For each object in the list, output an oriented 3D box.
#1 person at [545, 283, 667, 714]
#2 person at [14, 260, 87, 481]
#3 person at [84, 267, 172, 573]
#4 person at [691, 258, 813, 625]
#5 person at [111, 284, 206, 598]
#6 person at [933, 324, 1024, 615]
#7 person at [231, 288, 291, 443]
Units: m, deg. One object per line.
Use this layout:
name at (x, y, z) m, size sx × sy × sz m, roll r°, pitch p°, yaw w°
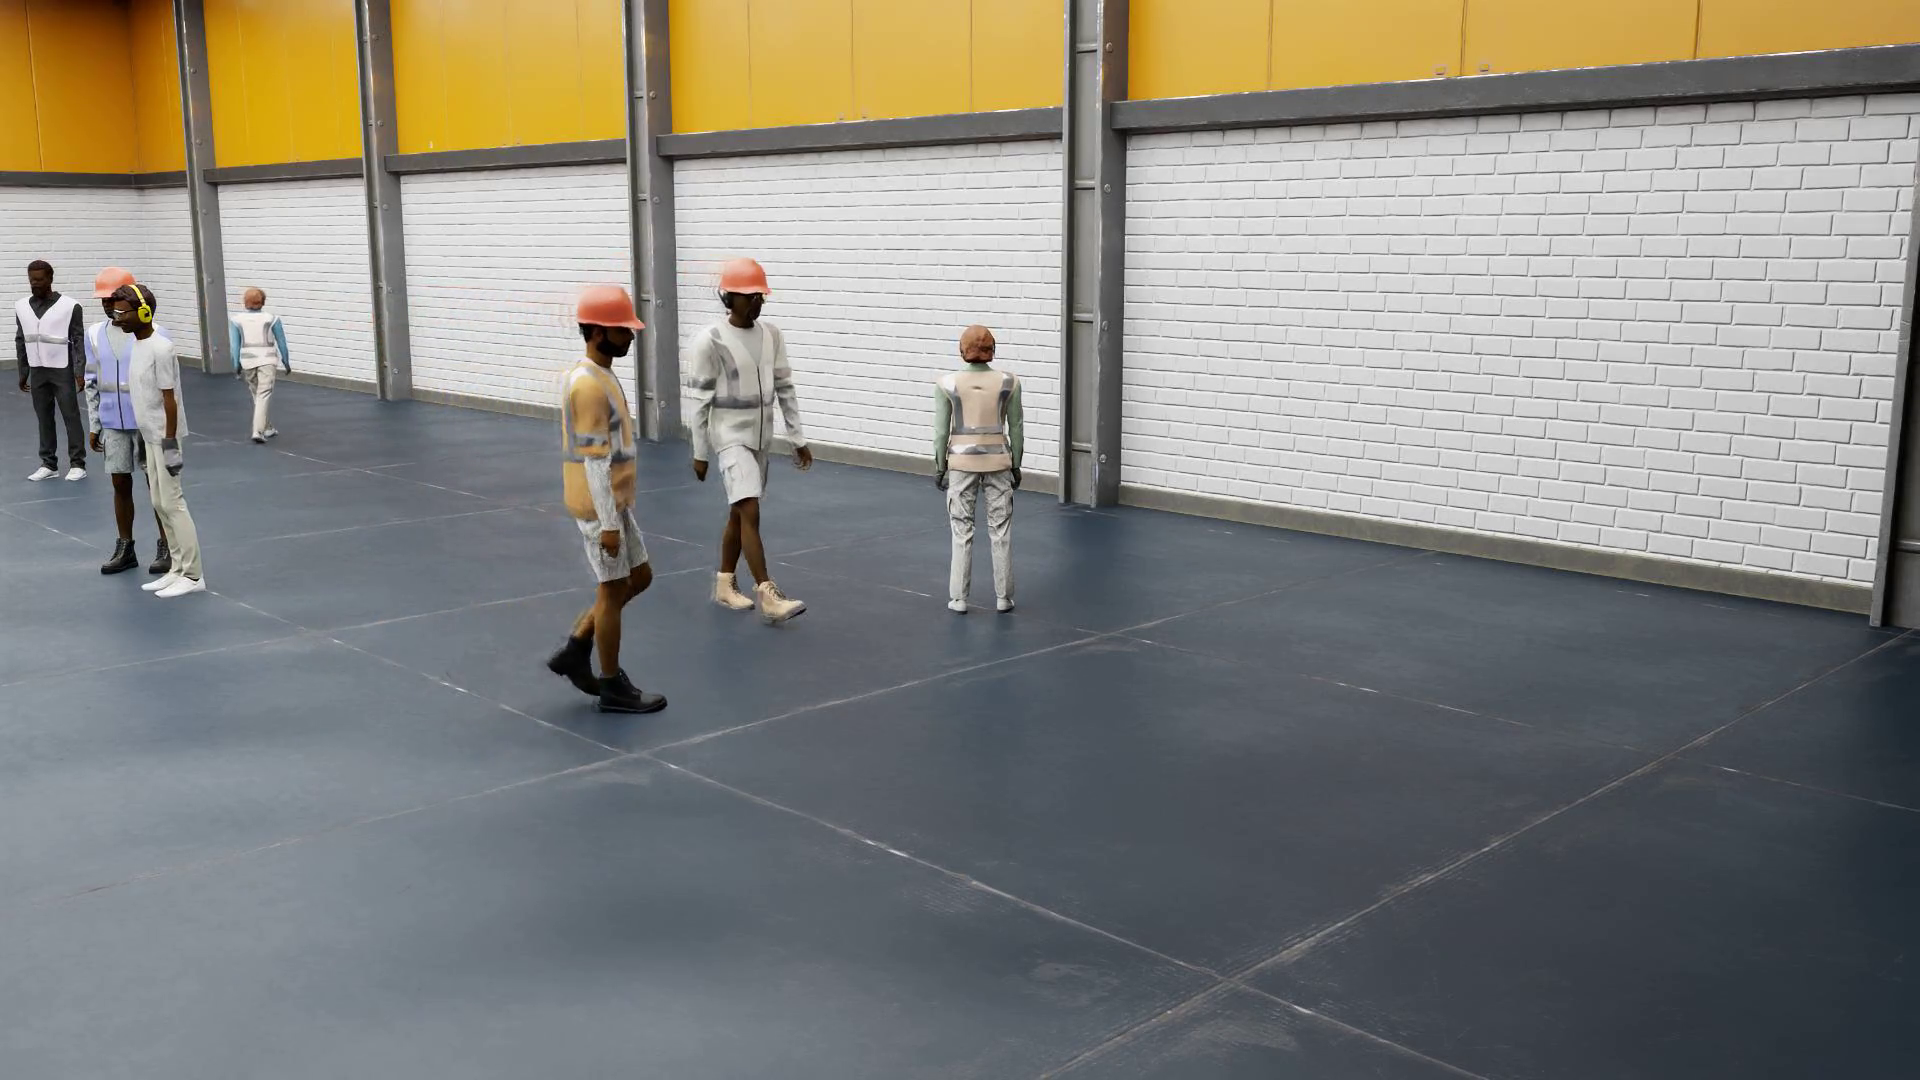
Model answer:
person at (-1.570, -0.163, 7.342) m, size 0.433 × 1.925 × 0.578 m, roll -1°, pitch 10°, yaw -6°
person at (-7.917, -1.473, 14.515) m, size 0.600 × 1.915 × 0.376 m, roll 0°, pitch 10°, yaw 3°
person at (-5.221, -0.741, 10.467) m, size 0.552 × 1.935 × 0.374 m, roll 0°, pitch 10°, yaw -1°
person at (-1.099, -0.539, 9.199) m, size 0.976 × 2.003 × 0.613 m, roll 8°, pitch 13°, yaw 39°
person at (-4.745, -0.579, 9.834) m, size 0.367 × 1.853 × 0.503 m, roll -9°, pitch 14°, yaw -40°
person at (0.107, -0.390, 9.367) m, size 0.513 × 1.640 × 0.309 m, roll -1°, pitch 10°, yaw -4°
person at (-7.271, -1.815, 17.273) m, size 0.520 × 1.595 × 0.884 m, roll 0°, pitch 10°, yaw -1°
